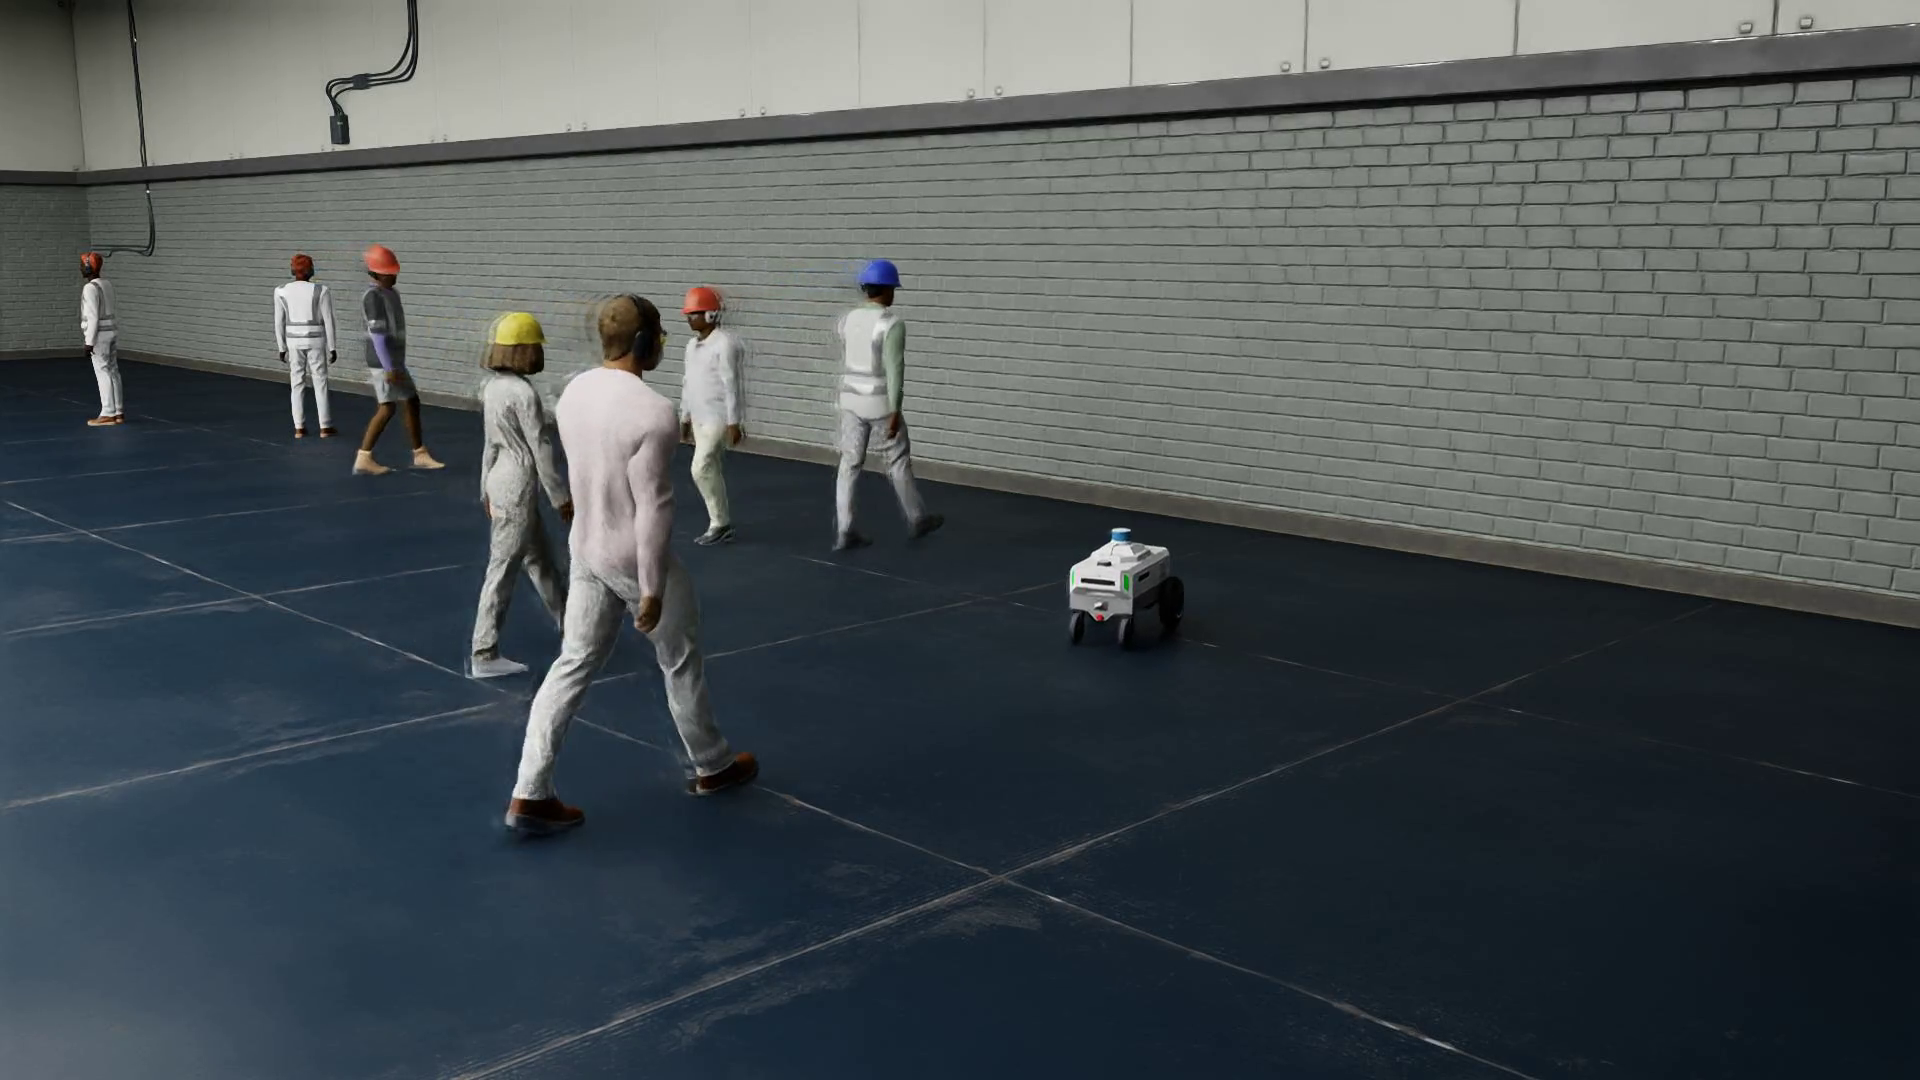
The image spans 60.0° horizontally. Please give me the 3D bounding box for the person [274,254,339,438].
[{"bbox_3d":[-6.726,-1.992,17.133,0.585,1.882,0.337,-1,10,-5],"label":"person"}]

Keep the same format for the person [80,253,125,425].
[{"bbox_3d":[-9.445,-2.199,18.267,0.354,1.883,0.573,-1,10,-5],"label":"person"}]

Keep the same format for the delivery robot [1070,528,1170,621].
[{"bbox_3d":[0.836,0.182,8.651,0.477,0.478,0.707,5,11,24],"label":"delivery robot"}]

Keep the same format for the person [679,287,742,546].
[{"bbox_3d":[-1.710,-0.818,11.125,0.453,1.734,0.595,-8,13,-36],"label":"person"}]

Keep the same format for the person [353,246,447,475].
[{"bbox_3d":[-4.948,-1.555,14.516,0.667,1.997,0.653,-1,10,-3],"label":"person"}]

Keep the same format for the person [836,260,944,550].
[{"bbox_3d":[-0.503,-0.914,11.181,0.610,1.900,0.963,9,13,39],"label":"person"}]

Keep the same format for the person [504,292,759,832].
[{"bbox_3d":[-1.193,0.075,5.881,0.635,1.893,1.057,8,13,37],"label":"person"}]

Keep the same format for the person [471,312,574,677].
[{"bbox_3d":[-2.004,-0.220,7.953,0.832,1.711,0.489,-6,12,-30],"label":"person"}]
